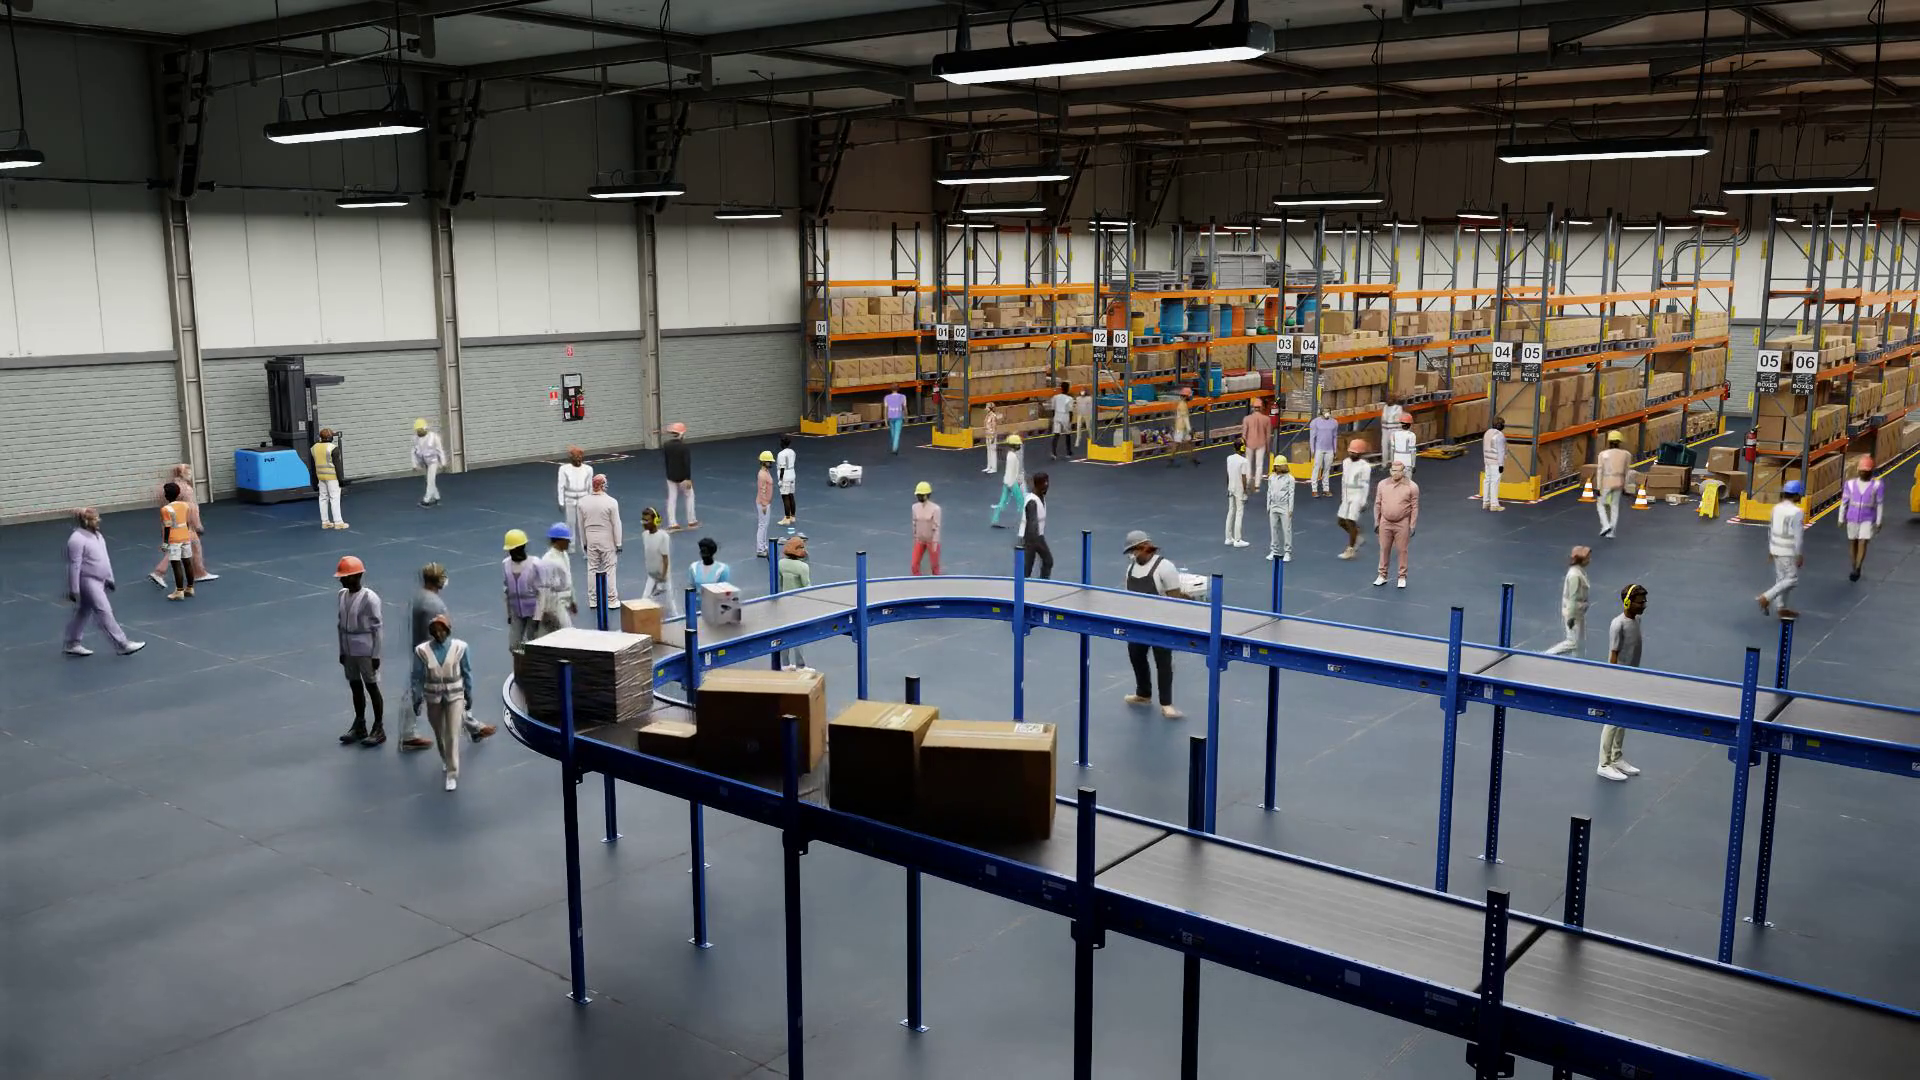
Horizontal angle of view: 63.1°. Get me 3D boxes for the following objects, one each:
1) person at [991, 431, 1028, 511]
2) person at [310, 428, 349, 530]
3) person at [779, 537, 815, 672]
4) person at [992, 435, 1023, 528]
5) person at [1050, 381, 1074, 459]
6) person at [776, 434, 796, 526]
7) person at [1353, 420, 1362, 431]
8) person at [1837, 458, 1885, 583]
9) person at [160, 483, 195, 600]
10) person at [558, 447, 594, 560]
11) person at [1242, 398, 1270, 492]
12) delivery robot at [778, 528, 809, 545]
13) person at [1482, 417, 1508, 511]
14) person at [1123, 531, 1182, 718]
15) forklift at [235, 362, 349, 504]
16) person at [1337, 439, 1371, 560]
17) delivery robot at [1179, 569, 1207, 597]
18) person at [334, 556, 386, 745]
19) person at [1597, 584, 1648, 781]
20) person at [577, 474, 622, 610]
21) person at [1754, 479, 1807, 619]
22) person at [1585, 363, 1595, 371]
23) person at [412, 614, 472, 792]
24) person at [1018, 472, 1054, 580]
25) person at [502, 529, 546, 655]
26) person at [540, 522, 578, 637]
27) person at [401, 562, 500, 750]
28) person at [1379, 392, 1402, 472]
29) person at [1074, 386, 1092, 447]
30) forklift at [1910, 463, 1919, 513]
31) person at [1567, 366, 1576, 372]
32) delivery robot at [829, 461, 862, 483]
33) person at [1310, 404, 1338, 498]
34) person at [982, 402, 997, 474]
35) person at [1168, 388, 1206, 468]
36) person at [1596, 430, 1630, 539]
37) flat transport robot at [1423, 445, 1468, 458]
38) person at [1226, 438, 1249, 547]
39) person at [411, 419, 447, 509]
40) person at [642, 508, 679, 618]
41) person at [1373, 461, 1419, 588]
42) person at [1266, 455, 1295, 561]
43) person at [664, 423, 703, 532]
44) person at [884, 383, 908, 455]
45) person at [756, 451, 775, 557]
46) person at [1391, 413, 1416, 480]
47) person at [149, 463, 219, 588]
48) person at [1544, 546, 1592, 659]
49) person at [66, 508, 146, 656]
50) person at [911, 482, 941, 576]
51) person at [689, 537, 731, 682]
[{"bbox_3d":[1.015,-1.320,30.389,0.825,1.585,0.523,-5,11,-27],"label":"person"},{"bbox_3d":[-11.518,-1.120,28.587,0.621,1.845,0.429,4,11,21],"label":"person"},{"bbox_3d":[-1.951,0.771,18.527,0.507,1.631,0.276,8,13,37],"label":"person"},{"bbox_3d":[1.001,-1.061,28.580,0.897,1.711,0.545,-1,10,-3],"label":"person"},{"bbox_3d":[2.523,-2.978,38.810,0.611,1.926,0.973,5,11,27],"label":"person"},{"bbox_3d":[-3.230,-1.124,29.015,0.316,1.695,0.542,3,11,19],"label":"person"},{"bbox_3d":[10.534,-3.409,41.339,0.655,1.884,1.013,8,13,38],"label":"person"},{"bbox_3d":[13.728,-0.309,23.882,0.570,1.884,0.967,8,13,40],"label":"person"},{"bbox_3d":[-11.339,0.009,22.634,0.319,1.697,0.533,2,10,10],"label":"person"},{"bbox_3d":[-6.350,-0.635,25.887,0.587,1.842,0.984,-3,11,-18],"label":"person"},{"bbox_3d":[6.312,-2.042,33.429,0.612,1.957,0.888,1,10,5],"label":"person"},{"bbox_3d":[-2.743,-0.080,25.477,0.335,0.223,0.698,6,12,32],"label":"delivery robot"},{"bbox_3d":[10.523,-1.507,30.766,0.430,1.844,0.624,-2,10,-10],"label":"person"},{"bbox_3d":[2.059,0.887,16.848,0.533,2.000,0.804,-9,13,-41],"label":"person"},{"bbox_3d":[-13.803,-2.244,32.110,1.129,2.768,1.873,8,13,37],"label":"forklift"},{"bbox_3d":[6.447,-0.670,25.590,0.494,2.004,0.644,-4,11,-24],"label":"person"},{"bbox_3d":[3.163,0.647,22.115,0.707,0.478,0.477,-8,13,-37],"label":"delivery robot"},{"bbox_3d":[-6.067,1.110,15.762,0.549,1.936,0.377,5,11,28],"label":"person"},{"bbox_3d":[6.277,1.326,14.771,0.313,1.865,0.515,10,14,43],"label":"person"},{"bbox_3d":[-5.021,0.023,21.969,0.641,1.908,0.407,3,10,16],"label":"person"},{"bbox_3d":[11.178,0.137,21.250,0.605,1.934,0.622,0,10,-3],"label":"person"},{"bbox_3d":[19.368,-4.643,48.177,0.545,1.929,0.389,-3,10,-15],"label":"person"},{"bbox_3d":[-4.854,1.470,14.690,0.530,1.599,0.848,-2,10,-12],"label":"person"},{"bbox_3d":[1.141,-0.024,22.270,0.714,1.888,0.614,4,11,20],"label":"person"},{"bbox_3d":[-4.895,0.811,17.567,0.581,1.902,0.449,3,10,16],"label":"person"},{"bbox_3d":[-4.661,0.730,18.083,0.990,1.896,0.608,0,10,-1],"label":"person"},{"bbox_3d":[-5.187,1.148,15.698,0.981,1.886,0.633,-7,12,-33],"label":"person"},{"bbox_3d":[10.111,-2.543,36.571,0.740,1.862,0.573,-9,13,-41],"label":"person"},{"bbox_3d":[3.326,-3.294,41.529,0.517,1.594,0.852,5,11,28],"label":"person"},{"bbox_3d":[19.034,-1.348,28.998,2.313,2.155,1.214,8,13,37],"label":"forklift"},{"bbox_3d":[16.705,-3.742,42.849,0.617,2.024,0.846,5,11,26],"label":"person"},{"bbox_3d":[-2.493,-1.481,34.092,0.707,0.478,0.477,-9,13,-40],"label":"delivery robot"},{"bbox_3d":[7.546,-1.856,32.454,0.630,1.940,0.372,-3,10,-16],"label":"person"},{"bbox_3d":[0.711,-2.367,36.171,0.307,1.640,0.519,-3,11,-18],"label":"person"},{"bbox_3d":[5.388,-2.646,37.052,0.975,1.890,0.555,3,10,14],"label":"person"},{"bbox_3d":[11.474,-0.974,27.559,0.588,1.914,0.406,0,10,0],"label":"person"},{"bbox_3d":[12.235,-2.235,39.398,0.652,0.197,1.431,8,13,37],"label":"flat transport robot"},{"bbox_3d":[4.775,-0.829,26.908,0.329,1.865,0.511,-6,11,-29],"label":"person"},{"bbox_3d":[-10.575,-1.524,31.076,0.659,1.760,0.939,2,10,11],"label":"person"},{"bbox_3d":[-3.828,0.503,19.517,0.508,1.820,0.979,6,12,32],"label":"person"},{"bbox_3d":[6.519,-0.242,23.466,0.652,1.905,0.409,6,12,30],"label":"person"},{"bbox_3d":[5.222,-0.523,25.526,0.486,1.737,0.340,9,13,41],"label":"person"},{"bbox_3d":[-5.023,-1.151,28.395,0.654,1.964,0.836,6,12,30],"label":"person"},{"bbox_3d":[-1.645,-3.098,39.839,0.573,1.806,0.951,2,10,14],"label":"person"},{"bbox_3d":[-3.209,-0.603,25.917,0.335,1.757,0.517,0,10,-1],"label":"person"},{"bbox_3d":[8.644,-1.501,30.461,0.358,1.938,0.542,-9,14,-42],"label":"person"},{"bbox_3d":[-11.767,-0.235,23.566,0.971,1.862,0.630,-10,14,-43],"label":"person"},{"bbox_3d":[7.049,0.857,18.090,0.590,1.623,0.524,5,11,26],"label":"person"},{"bbox_3d":[-10.628,0.523,19.288,1.014,1.852,0.670,-1,10,-7],"label":"person"},{"bbox_3d":[-0.512,0.044,22.340,0.529,1.737,0.772,6,12,30],"label":"person"},{"bbox_3d":[-2.908,0.777,18.377,0.538,1.681,0.652,3,11,18],"label":"person"}]
